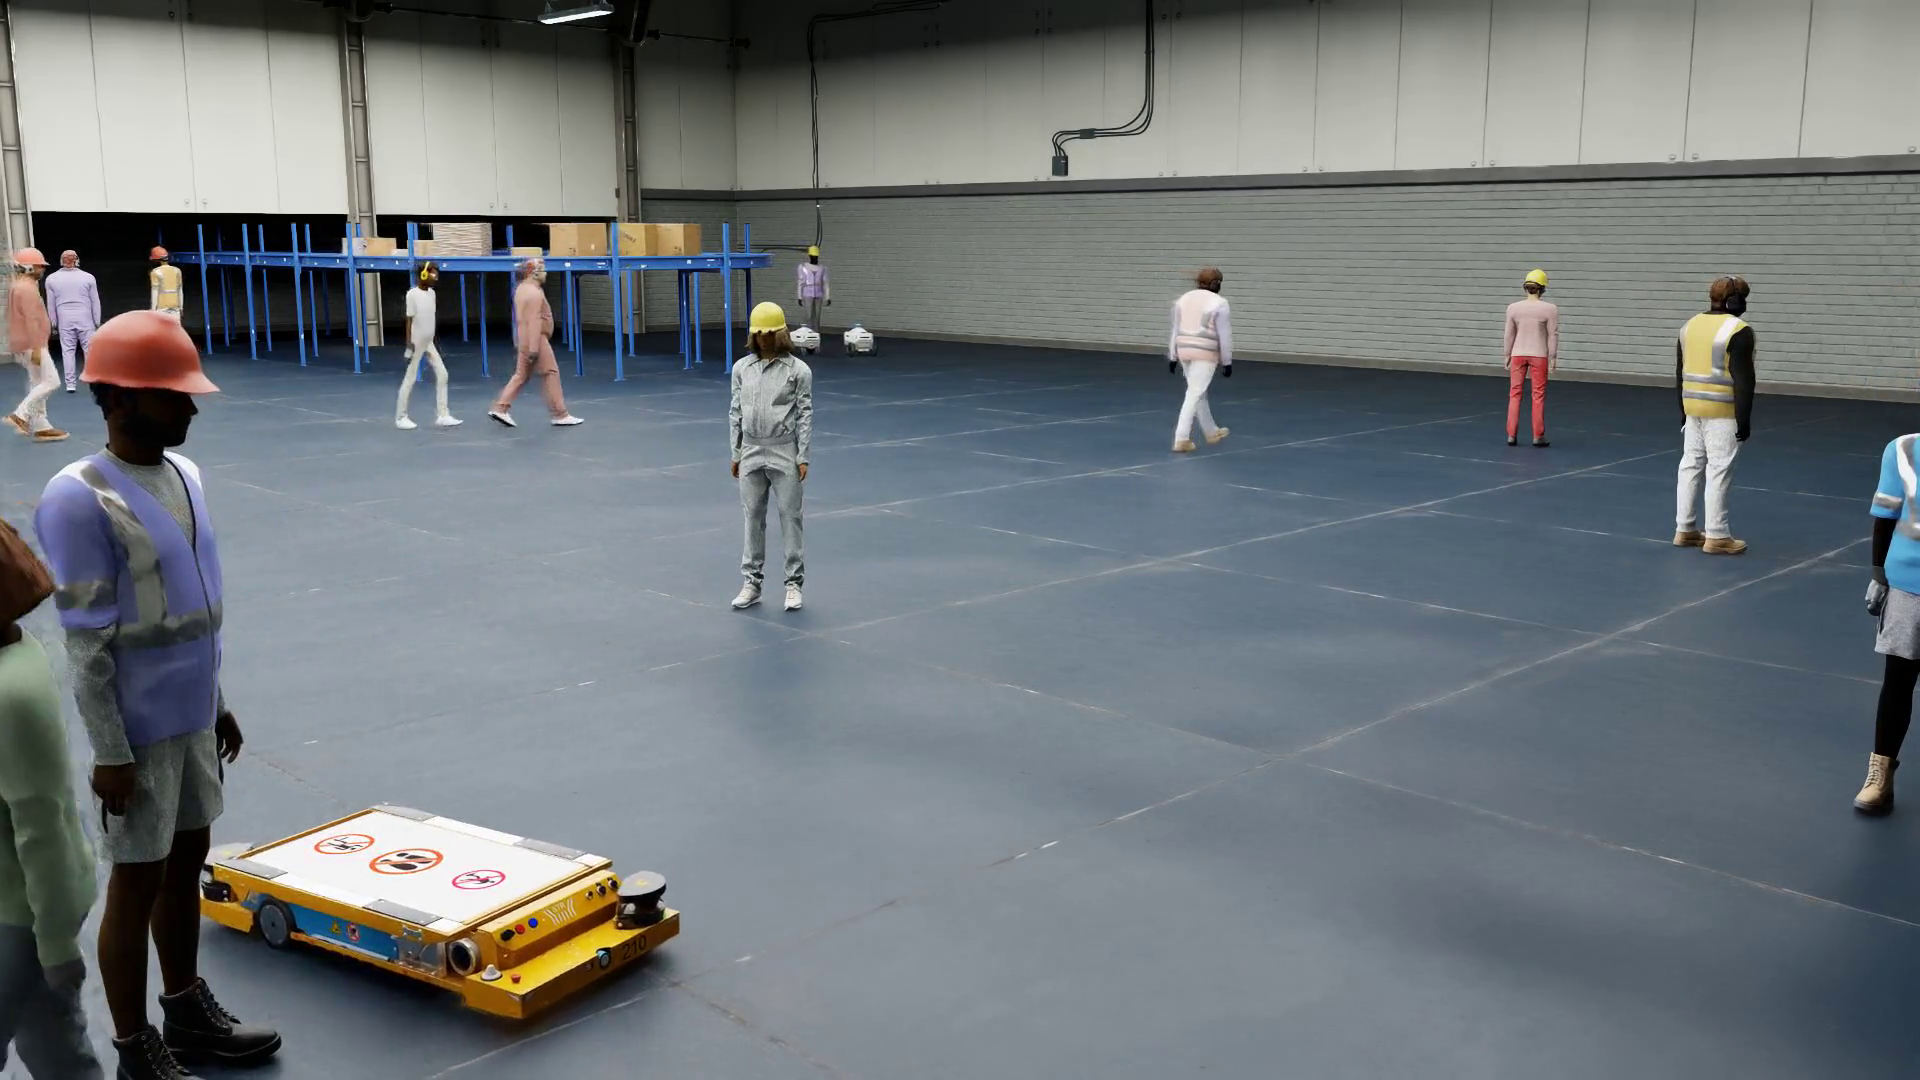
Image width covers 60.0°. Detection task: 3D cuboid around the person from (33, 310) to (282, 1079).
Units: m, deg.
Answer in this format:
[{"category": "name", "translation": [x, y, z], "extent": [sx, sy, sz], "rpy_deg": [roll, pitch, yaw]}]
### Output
[{"category": "person", "translation": [-1.928, 0.417, 4.042], "extent": [0.362, 1.936, 0.542], "rpy_deg": [1, 10, 3]}]

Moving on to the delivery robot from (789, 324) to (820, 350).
[{"category": "delivery robot", "translation": [-2.761, -3.583, 29.484], "extent": [0.477, 0.478, 0.707], "rpy_deg": [-6, 12, -28]}]

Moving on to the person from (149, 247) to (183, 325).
[{"category": "person", "translation": [-13.059, -3.851, 27.390], "extent": [0.361, 1.917, 0.578], "rpy_deg": [6, 12, 30]}]

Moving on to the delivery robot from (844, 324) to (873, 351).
[{"category": "delivery robot", "translation": [-1.795, -3.574, 29.431], "extent": [0.477, 0.478, 0.707], "rpy_deg": [-4, 11, -21]}]

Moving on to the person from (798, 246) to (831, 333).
[{"category": "person", "translation": [-2.778, -4.688, 31.957], "extent": [0.606, 1.898, 0.786], "rpy_deg": [-3, 11, -16]}]

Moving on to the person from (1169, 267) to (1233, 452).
[{"category": "person", "translation": [2.437, -1.795, 16.500], "extent": [0.956, 1.789, 0.637], "rpy_deg": [-9, 13, -39]}]

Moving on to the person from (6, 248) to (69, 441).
[{"category": "person", "translation": [-9.516, -1.997, 17.075], "extent": [0.467, 1.981, 0.641], "rpy_deg": [-7, 12, -32]}]

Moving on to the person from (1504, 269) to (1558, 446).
[{"category": "person", "translation": [5.756, -1.835, 16.784], "extent": [0.528, 1.767, 0.330], "rpy_deg": [7, 13, 35]}]

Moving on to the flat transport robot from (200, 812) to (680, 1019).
[{"category": "flat transport robot", "translation": [-1.619, 1.082, 5.071], "extent": [1.431, 0.197, 0.652], "rpy_deg": [6, 12, 30]}]

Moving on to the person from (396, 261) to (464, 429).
[{"category": "person", "translation": [-5.856, -2.136, 18.271], "extent": [0.832, 1.818, 0.614], "rpy_deg": [3, 11, 16]}]

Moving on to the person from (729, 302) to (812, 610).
[{"category": "person", "translation": [-1.079, -0.475, 9.440], "extent": [0.485, 1.741, 0.302], "rpy_deg": [2, 11, 11]}]

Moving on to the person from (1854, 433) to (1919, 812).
[{"category": "person", "translation": [3.556, 0.177, 6.001], "extent": [0.535, 1.697, 0.318], "rpy_deg": [7, 13, 35]}]

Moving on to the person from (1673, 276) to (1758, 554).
[{"category": "person", "translation": [5.101, -0.849, 11.201], "extent": [0.429, 1.842, 0.632], "rpy_deg": [-3, 11, -16]}]

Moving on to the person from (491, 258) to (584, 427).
[{"category": "person", "translation": [-4.759, -2.190, 18.456], "extent": [0.961, 1.868, 0.647], "rpy_deg": [-6, 12, -30]}]

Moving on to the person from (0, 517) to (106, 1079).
[{"category": "person", "translation": [-1.860, 0.729, 3.222], "extent": [0.432, 1.619, 0.499], "rpy_deg": [-6, 12, -31]}]

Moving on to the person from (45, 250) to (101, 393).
[{"category": "person", "translation": [-11.979, -2.961, 22.538], "extent": [0.637, 1.911, 0.403], "rpy_deg": [-3, 11, -18]}]
